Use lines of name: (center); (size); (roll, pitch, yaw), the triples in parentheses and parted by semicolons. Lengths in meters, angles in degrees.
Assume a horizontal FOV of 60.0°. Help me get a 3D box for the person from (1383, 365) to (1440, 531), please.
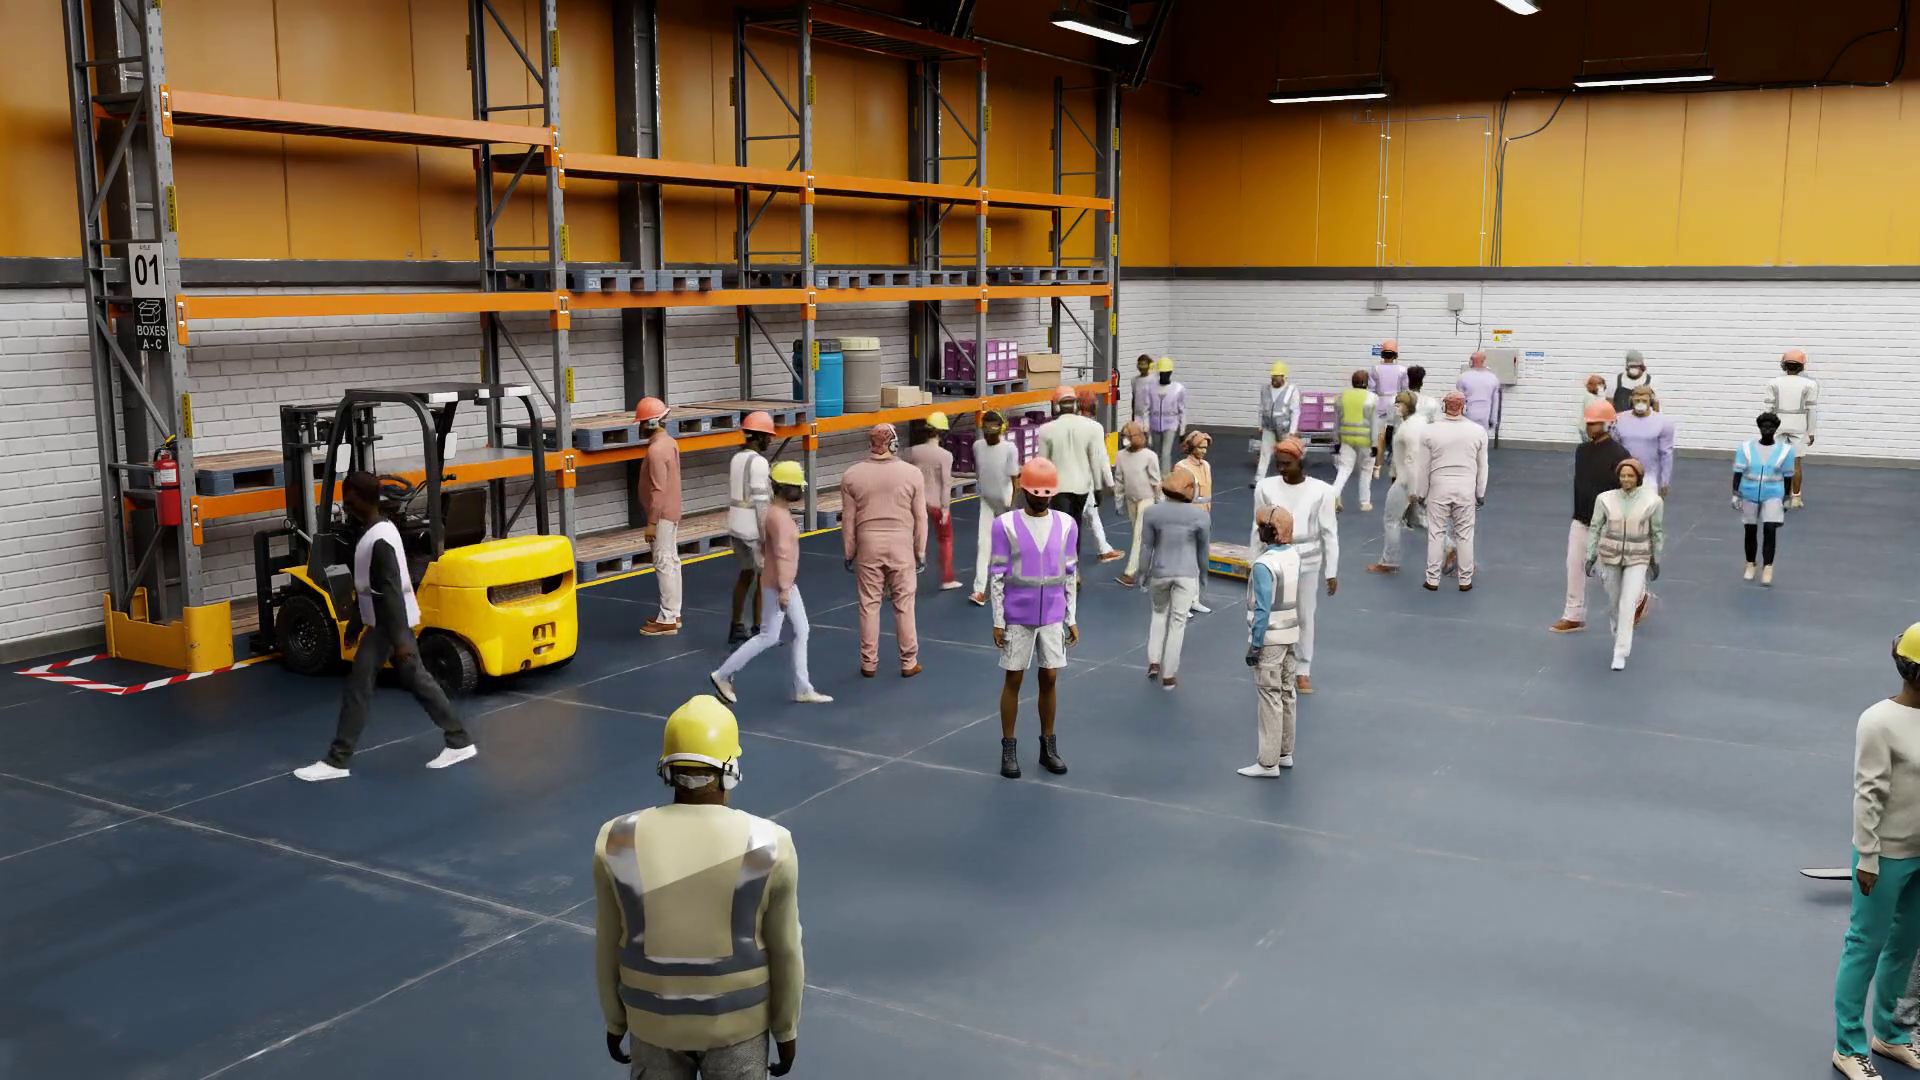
person: (5.253, -1.062, 19.364); (0.628, 1.955, 0.470); (2, 9, 11)

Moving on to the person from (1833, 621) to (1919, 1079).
person: (3.505, 1.153, 6.149); (0.522, 1.764, 0.318); (-4, 10, -25)

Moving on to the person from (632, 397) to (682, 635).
person: (-2.516, -0.200, 13.888); (0.391, 1.988, 0.611); (0, 9, 2)

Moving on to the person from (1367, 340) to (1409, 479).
person: (6.252, -1.901, 24.334); (0.607, 2.044, 0.375); (2, 9, 11)

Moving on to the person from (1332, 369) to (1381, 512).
person: (4.968, -1.240, 20.926); (0.631, 1.819, 0.804); (7, 11, 37)

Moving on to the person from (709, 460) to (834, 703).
person: (-1.328, 0.305, 11.555); (0.806, 1.735, 0.521); (0, 9, -1)

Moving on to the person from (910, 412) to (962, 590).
person: (-0.311, -0.337, 15.556); (0.512, 1.724, 0.871); (6, 11, 34)

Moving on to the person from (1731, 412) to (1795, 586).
person: (7.735, -0.390, 16.080); (0.541, 1.671, 0.736); (6, 11, 32)

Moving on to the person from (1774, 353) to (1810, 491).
person: (11.484, -1.654, 23.153); (0.652, 1.921, 0.620); (-3, 10, -18)

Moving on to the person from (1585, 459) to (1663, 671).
person: (5.146, 0.154, 12.887); (0.530, 1.599, 0.843); (6, 11, 31)

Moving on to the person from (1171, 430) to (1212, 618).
person: (2.039, -0.145, 14.635); (0.312, 1.639, 0.512); (8, 12, 39)

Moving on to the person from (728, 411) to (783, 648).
person: (-1.650, -0.083, 13.419); (0.425, 1.911, 0.567); (-6, 11, -33)

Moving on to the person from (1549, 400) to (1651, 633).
person: (5.396, -0.195, 13.923); (0.822, 1.972, 0.622); (-3, 10, -18)

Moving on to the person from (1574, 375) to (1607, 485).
person: (8.874, -1.534, 23.415); (0.397, 1.597, 0.545); (5, 11, 30)

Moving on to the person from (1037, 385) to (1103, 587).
person: (1.063, -0.504, 15.944); (0.632, 1.952, 0.861); (-2, 9, -12)

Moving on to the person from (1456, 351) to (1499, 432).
person: (7.427, -1.775, 24.023); (0.673, 1.890, 0.455); (-1, 9, -7)

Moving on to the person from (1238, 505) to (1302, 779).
person: (1.872, 0.605, 9.948); (0.308, 1.641, 0.517); (6, 11, 33)

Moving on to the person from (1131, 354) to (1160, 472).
person: (2.776, -1.839, 24.601); (0.521, 1.844, 0.800); (5, 10, 30)

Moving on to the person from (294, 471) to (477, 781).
person: (-3.435, 0.499, 9.955); (1.037, 1.860, 0.577); (-3, 10, -18)

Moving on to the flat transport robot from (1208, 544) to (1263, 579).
flat transport robot: (2.778, 0.219, 16.616); (0.652, 0.197, 1.431); (-7, 11, -37)

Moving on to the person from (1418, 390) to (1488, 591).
person: (4.657, -0.459, 15.762); (0.643, 1.909, 0.410); (2, 9, 10)

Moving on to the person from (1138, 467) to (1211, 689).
person: (1.562, 0.271, 12.145); (0.510, 1.606, 0.509); (2, 9, 15)

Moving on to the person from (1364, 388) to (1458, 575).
person: (4.524, -0.559, 16.450); (0.902, 1.890, 0.631); (4, 10, 26)

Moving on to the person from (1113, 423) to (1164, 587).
person: (1.675, -0.339, 16.043); (0.512, 1.574, 0.876); (9, 13, 44)

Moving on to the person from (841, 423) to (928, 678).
person: (-0.554, 0.082, 12.400); (0.638, 1.904, 0.402); (1, 9, 4)

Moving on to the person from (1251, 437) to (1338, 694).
person: (2.351, 0.208, 11.725); (0.625, 1.854, 0.748); (3, 10, 18)

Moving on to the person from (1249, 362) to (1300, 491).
person: (4.341, -1.546, 22.902); (0.624, 1.782, 0.930); (6, 11, 34)

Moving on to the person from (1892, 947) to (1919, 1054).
person: (3.756, 1.132, 6.344); (0.313, 1.741, 0.487); (7, 12, 38)

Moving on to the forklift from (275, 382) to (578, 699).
forklift: (-3.974, -0.067, 12.417); (2.313, 2.155, 1.214); (5, 11, 30)

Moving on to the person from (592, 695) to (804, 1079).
person: (-0.739, 1.347, 4.757); (0.592, 1.825, 0.403); (0, 9, -1)

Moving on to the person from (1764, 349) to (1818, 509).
person: (10.645, -1.425, 21.362); (0.614, 2.040, 0.391); (5, 10, 29)

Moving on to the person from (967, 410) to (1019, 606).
person: (0.337, -0.300, 15.154); (0.517, 1.786, 1.048); (5, 10, 27)

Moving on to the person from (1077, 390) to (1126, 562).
person: (1.289, -0.620, 17.037); (1.008, 1.832, 0.586); (-5, 10, -29)

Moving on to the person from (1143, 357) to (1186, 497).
person: (2.804, -1.555, 22.635); (0.585, 1.898, 0.863); (4, 10, 24)

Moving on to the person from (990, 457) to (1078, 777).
person: (0.455, 0.459, 9.962); (0.543, 1.928, 0.370); (-2, 9, -14)

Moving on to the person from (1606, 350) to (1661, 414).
person: (9.117, -1.623, 22.603); (0.674, 2.000, 1.005); (6, 11, 32)

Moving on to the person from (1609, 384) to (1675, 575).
person: (6.713, -0.588, 16.534); (0.648, 1.924, 0.477); (6, 11, 32)
